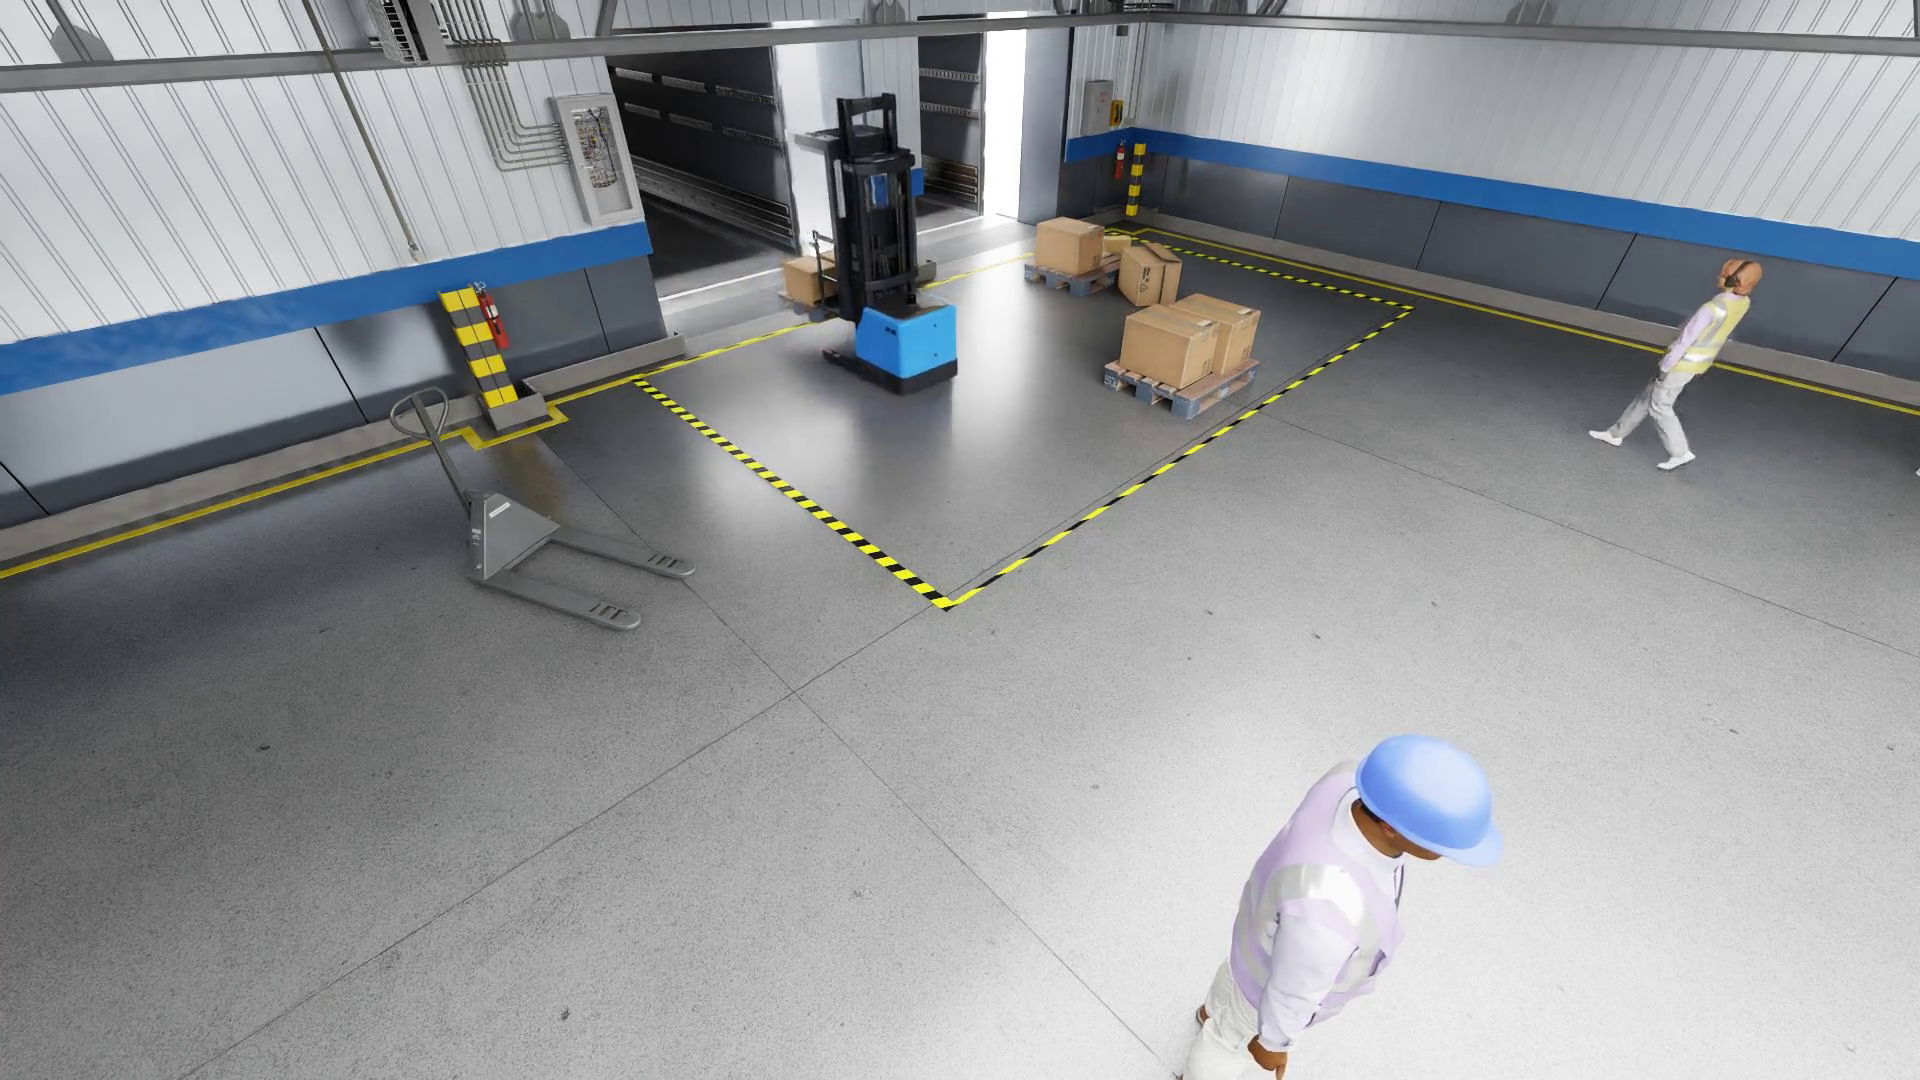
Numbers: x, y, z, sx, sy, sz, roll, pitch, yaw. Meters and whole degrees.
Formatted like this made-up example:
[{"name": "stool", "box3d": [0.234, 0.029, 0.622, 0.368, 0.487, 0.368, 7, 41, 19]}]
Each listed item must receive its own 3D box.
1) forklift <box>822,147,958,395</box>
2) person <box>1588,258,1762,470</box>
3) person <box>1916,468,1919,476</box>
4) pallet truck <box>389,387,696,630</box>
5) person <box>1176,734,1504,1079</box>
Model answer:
[{"name": "forklift", "box3d": [-0.566, -2.460, 6.800, 0.716, 2.013, 0.776, -30, 47, -33]}, {"name": "person", "box3d": [5.668, -1.334, 5.694, 0.521, 1.609, 0.794, -15, 40, -19]}, {"name": "person", "box3d": [7.922, -1.147, 5.344, 0.492, 1.742, 0.299, 2, 38, 3]}, {"name": "pallet truck", "box3d": [-2.613, -0.247, 4.593, 1.601, 1.201, 0.680, 14, 40, 17]}, {"name": "person", "box3d": [0.989, 1.205, 2.134, 0.404, 1.945, 0.613, 23, 43, 26]}]
